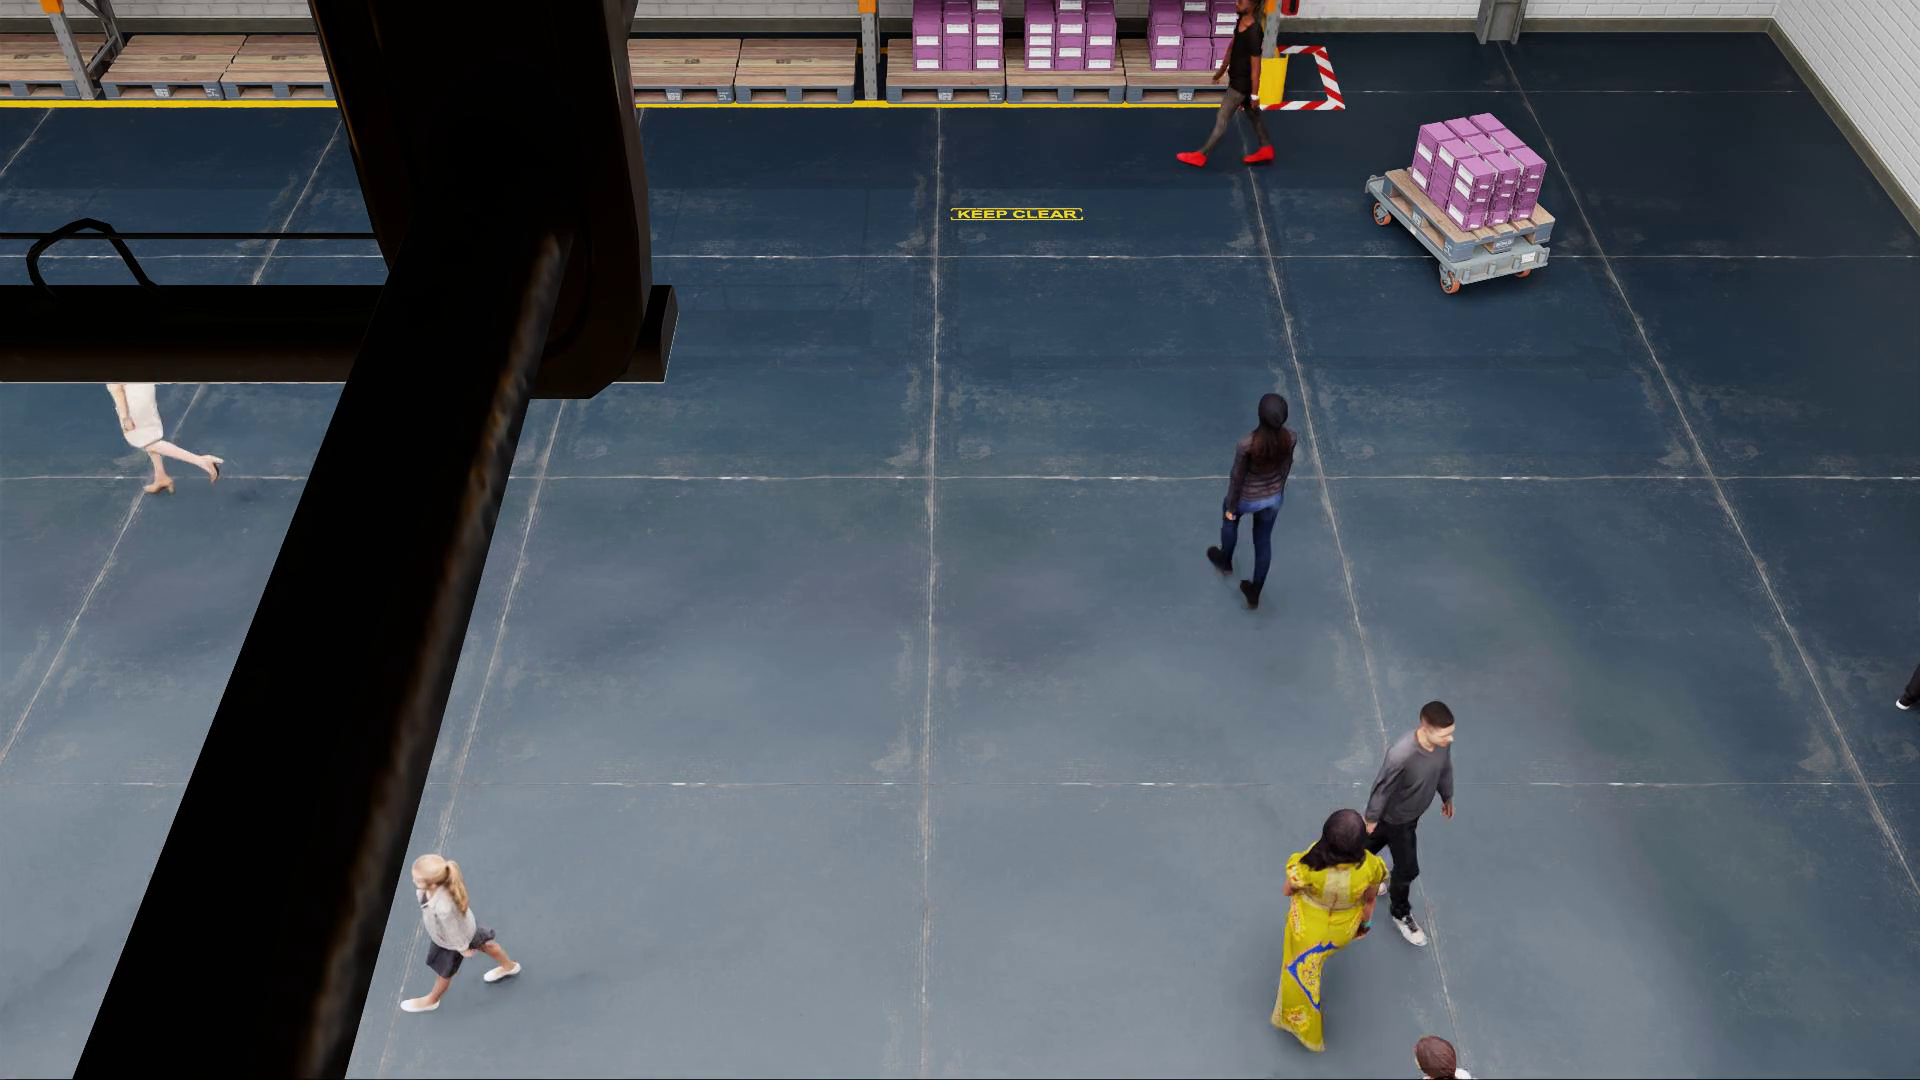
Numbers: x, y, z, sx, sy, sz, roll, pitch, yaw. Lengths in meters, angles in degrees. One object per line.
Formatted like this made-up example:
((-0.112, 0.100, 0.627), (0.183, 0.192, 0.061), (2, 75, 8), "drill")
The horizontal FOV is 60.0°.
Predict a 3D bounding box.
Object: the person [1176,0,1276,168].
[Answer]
((2.716, -4.255, 15.455), (1.192, 1.762, 0.673), (-1, 44, -2), "person")

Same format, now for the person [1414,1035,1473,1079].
((2.342, 2.961, 8.056), (0.804, 1.520, 0.802), (-13, 45, -14), "person")

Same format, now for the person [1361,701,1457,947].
((2.461, 1.453, 9.480), (0.954, 1.738, 1.010), (-34, 53, -30), "person")

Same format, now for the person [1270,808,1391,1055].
((1.959, 2.112, 8.876), (1.208, 1.617, 0.835), (-4, 44, -4), "person")

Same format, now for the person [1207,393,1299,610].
((2.042, -0.217, 11.241), (0.866, 1.727, 0.828), (-11, 45, -11), "person")

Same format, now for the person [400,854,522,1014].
((-2.717, 2.120, 9.141), (0.940, 1.242, 0.676), (-12, 45, -12), "person")
